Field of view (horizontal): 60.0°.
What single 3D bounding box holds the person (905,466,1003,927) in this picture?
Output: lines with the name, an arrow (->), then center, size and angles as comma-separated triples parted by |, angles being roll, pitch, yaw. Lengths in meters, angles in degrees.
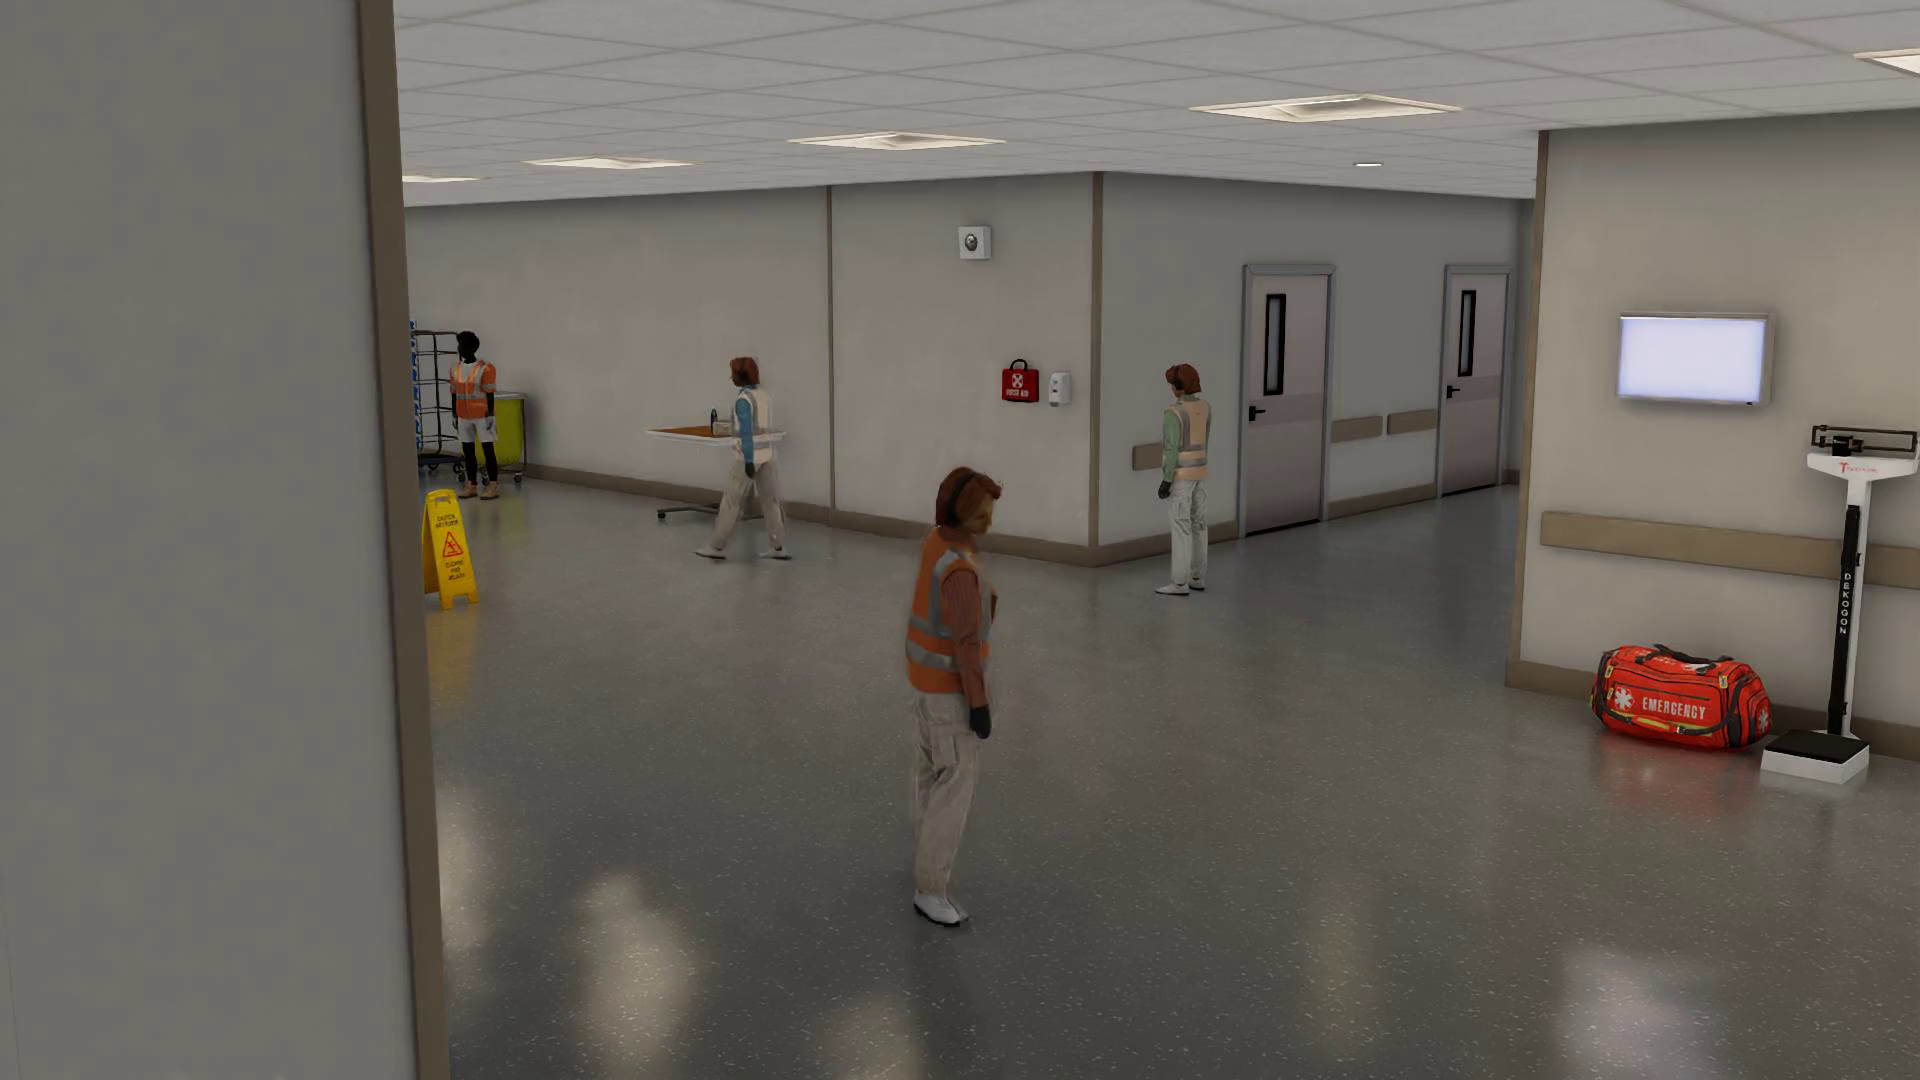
person -> -0.036, 0.524, 6.009 | 0.326, 1.613, 0.616 | -2, 9, -10

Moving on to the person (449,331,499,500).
person -> -4.849, -1.240, 16.591 | 0.530, 1.688, 0.324 | 3, 10, 17

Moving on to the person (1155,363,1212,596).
person -> 1.588, -0.424, 11.748 | 0.309, 1.638, 0.514 | 8, 12, 39

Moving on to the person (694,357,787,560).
person -> -1.738, -0.633, 13.129 | 0.795, 1.606, 0.522 | 2, 10, 14
